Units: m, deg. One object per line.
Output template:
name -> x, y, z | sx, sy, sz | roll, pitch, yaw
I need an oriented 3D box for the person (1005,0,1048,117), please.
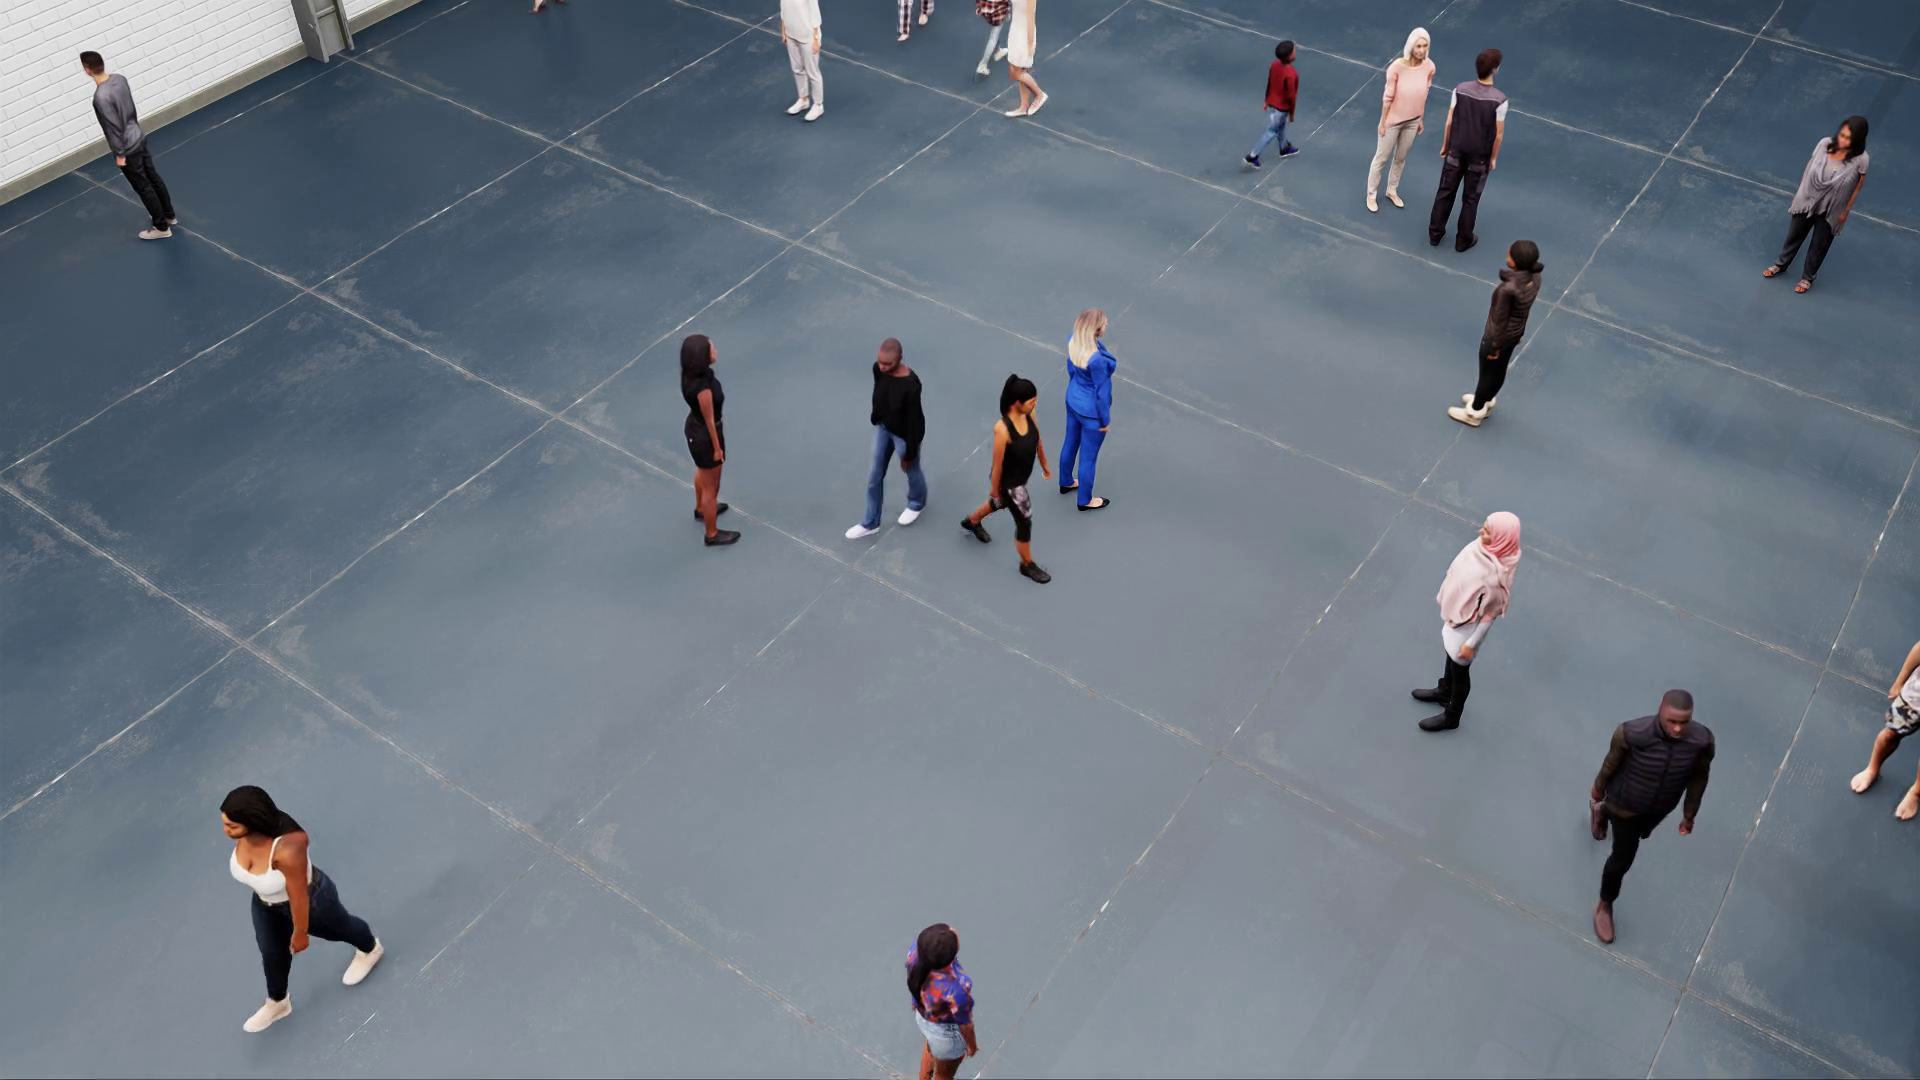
person -> 0.693, -4.869, 16.034 | 0.819, 1.705, 0.760 | -12, 45, -12

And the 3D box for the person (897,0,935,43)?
person -> -0.422, -6.176, 17.335 | 0.945, 1.802, 1.230 | 9, 44, 9

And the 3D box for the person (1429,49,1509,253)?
person -> 4.388, -3.346, 14.330 | 0.640, 1.849, 0.556 | 24, 49, 23

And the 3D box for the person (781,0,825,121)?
person -> -1.516, -4.904, 16.084 | 0.600, 1.687, 0.537 | 25, 49, 24

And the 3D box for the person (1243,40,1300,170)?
person -> 2.931, -4.043, 15.502 | 0.943, 1.243, 0.798 | -16, 46, -16

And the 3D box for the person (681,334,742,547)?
person -> -1.783, -0.716, 11.653 | 0.706, 1.735, 0.673 | -13, 45, -13

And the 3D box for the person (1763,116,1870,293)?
person -> 7.274, -2.855, 13.989 | 0.731, 1.610, 0.699 | -31, 51, -28

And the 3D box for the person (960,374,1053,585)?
person -> 0.299, -0.485, 11.478 | 0.719, 1.641, 0.995 | 21, 47, 20

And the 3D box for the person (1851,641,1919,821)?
person -> 5.846, 0.918, 9.885 | 0.715, 1.808, 0.625 | 34, 53, 30

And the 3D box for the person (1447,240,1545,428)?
person -> 4.104, -1.546, 12.573 | 0.699, 1.667, 0.641 | 9, 44, 10

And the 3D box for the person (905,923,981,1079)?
person -> -0.165, 2.474, 8.305 | 0.681, 1.734, 0.667 | -30, 51, -28

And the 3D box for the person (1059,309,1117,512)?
person -> 0.894, -0.936, 11.909 | 0.698, 1.700, 0.700 | -20, 47, -20

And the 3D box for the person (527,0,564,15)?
person -> -4.490, -6.540, 17.729 | 0.639, 1.787, 0.836 | -16, 46, -16

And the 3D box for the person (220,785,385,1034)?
person -> -3.476, 1.854, 8.927 | 0.677, 1.774, 1.047 | 22, 48, 21

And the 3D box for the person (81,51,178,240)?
person -> -7.245, -3.457, 14.511 | 0.764, 1.761, 0.664 | 1, 44, 1

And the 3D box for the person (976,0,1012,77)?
person -> 0.312, -5.335, 16.827 | 0.532, 1.284, 0.886 | 25, 49, 24

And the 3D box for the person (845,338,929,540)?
person -> -0.368, -0.789, 11.742 | 0.661, 1.718, 0.948 | 31, 51, 28

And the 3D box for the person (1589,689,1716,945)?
person -> 3.829, 1.401, 9.383 | 1.101, 1.799, 1.287 | 0, 44, 0

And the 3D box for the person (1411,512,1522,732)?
person -> 3.165, 0.498, 10.329 | 0.799, 1.804, 0.708 | 2, 44, 2

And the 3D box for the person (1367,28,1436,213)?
person -> 3.944, -3.770, 14.867 | 0.664, 1.724, 0.737 | -9, 44, -9
